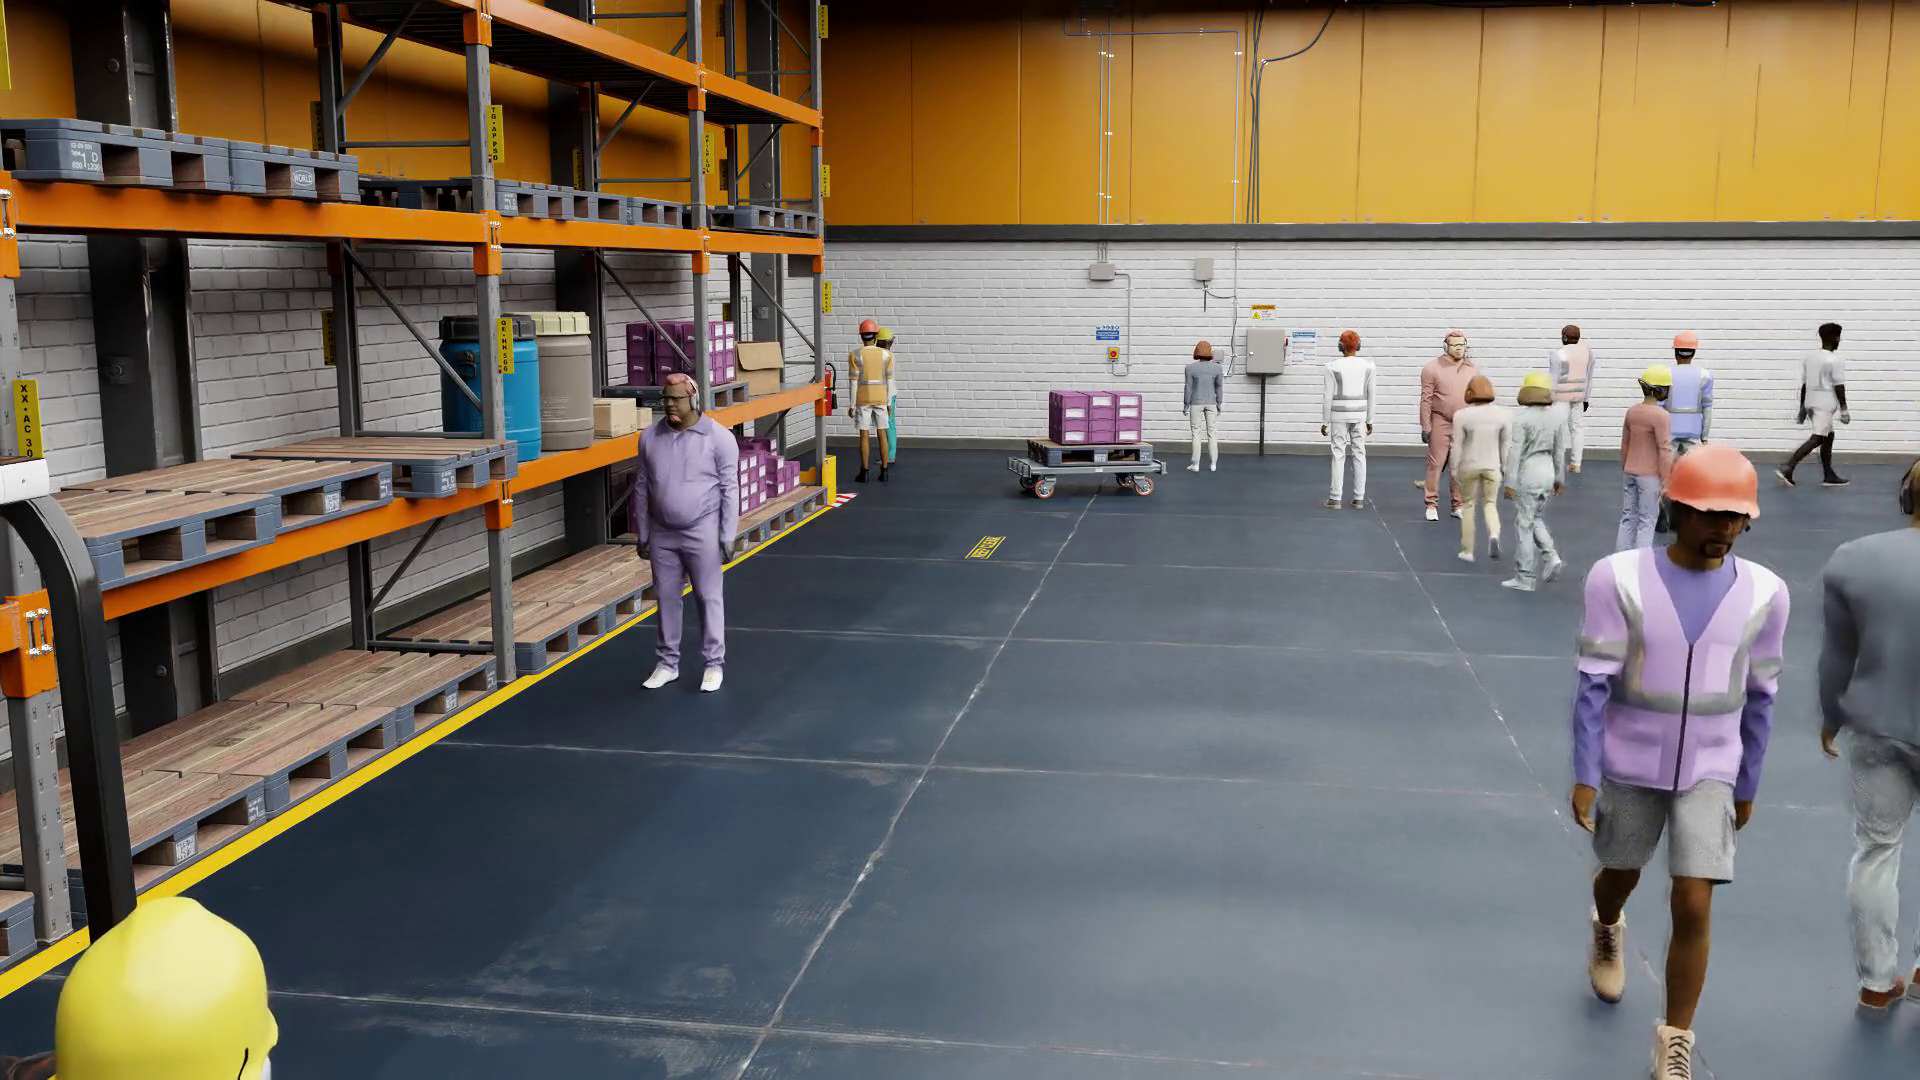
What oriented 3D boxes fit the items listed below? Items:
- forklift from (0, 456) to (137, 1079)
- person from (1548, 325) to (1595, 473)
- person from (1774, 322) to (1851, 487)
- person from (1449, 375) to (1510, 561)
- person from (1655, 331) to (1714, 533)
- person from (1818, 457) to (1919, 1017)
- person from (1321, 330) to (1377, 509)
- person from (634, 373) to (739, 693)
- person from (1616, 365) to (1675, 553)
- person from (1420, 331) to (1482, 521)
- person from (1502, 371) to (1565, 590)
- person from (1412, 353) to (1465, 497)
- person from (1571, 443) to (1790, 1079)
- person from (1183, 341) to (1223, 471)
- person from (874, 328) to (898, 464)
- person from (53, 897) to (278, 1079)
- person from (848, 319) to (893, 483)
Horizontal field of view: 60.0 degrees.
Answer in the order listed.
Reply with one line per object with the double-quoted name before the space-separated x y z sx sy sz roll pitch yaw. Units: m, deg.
"forklift" -2.328 0.975 2.765 2.313 2.155 1.214 1 9 9
"person" 7.516 -1.741 20.599 0.636 1.842 0.429 -3 10 -17
"person" 9.906 -1.559 19.229 0.937 1.933 0.609 -1 9 -4
"person" 4.457 -0.599 14.228 0.517 1.615 0.459 0 9 2
"person" 6.870 -1.025 15.894 0.552 1.934 0.364 1 9 9
"person" 3.204 0.652 5.581 0.639 1.922 0.471 8 12 40
"person" 4.086 -1.263 17.521 0.576 1.884 0.355 -1 9 -6
"person" -1.643 -0.039 9.903 0.651 1.906 0.403 2 9 14
"person" 5.457 -0.503 13.193 0.328 1.767 0.531 -2 9 -13
"person" 4.937 -1.141 16.699 0.651 1.907 0.409 -1 9 -9
"person" 4.499 -0.462 13.054 0.558 1.718 0.444 -5 10 -26
"person" 5.342 -1.291 18.343 0.819 1.656 0.557 7 12 37
"person" 2.221 0.673 5.229 0.618 2.008 0.956 2 9 12
"person" 3.036 -1.672 20.813 0.507 1.632 0.268 -2 9 -10
"person" -0.971 -1.861 21.574 0.313 1.769 0.525 1 9 4
"person" -0.842 1.298 1.881 0.591 1.833 0.404 -4 10 -22
"person" -1.066 -1.640 19.707 0.542 1.930 0.375 -3 10 -19
